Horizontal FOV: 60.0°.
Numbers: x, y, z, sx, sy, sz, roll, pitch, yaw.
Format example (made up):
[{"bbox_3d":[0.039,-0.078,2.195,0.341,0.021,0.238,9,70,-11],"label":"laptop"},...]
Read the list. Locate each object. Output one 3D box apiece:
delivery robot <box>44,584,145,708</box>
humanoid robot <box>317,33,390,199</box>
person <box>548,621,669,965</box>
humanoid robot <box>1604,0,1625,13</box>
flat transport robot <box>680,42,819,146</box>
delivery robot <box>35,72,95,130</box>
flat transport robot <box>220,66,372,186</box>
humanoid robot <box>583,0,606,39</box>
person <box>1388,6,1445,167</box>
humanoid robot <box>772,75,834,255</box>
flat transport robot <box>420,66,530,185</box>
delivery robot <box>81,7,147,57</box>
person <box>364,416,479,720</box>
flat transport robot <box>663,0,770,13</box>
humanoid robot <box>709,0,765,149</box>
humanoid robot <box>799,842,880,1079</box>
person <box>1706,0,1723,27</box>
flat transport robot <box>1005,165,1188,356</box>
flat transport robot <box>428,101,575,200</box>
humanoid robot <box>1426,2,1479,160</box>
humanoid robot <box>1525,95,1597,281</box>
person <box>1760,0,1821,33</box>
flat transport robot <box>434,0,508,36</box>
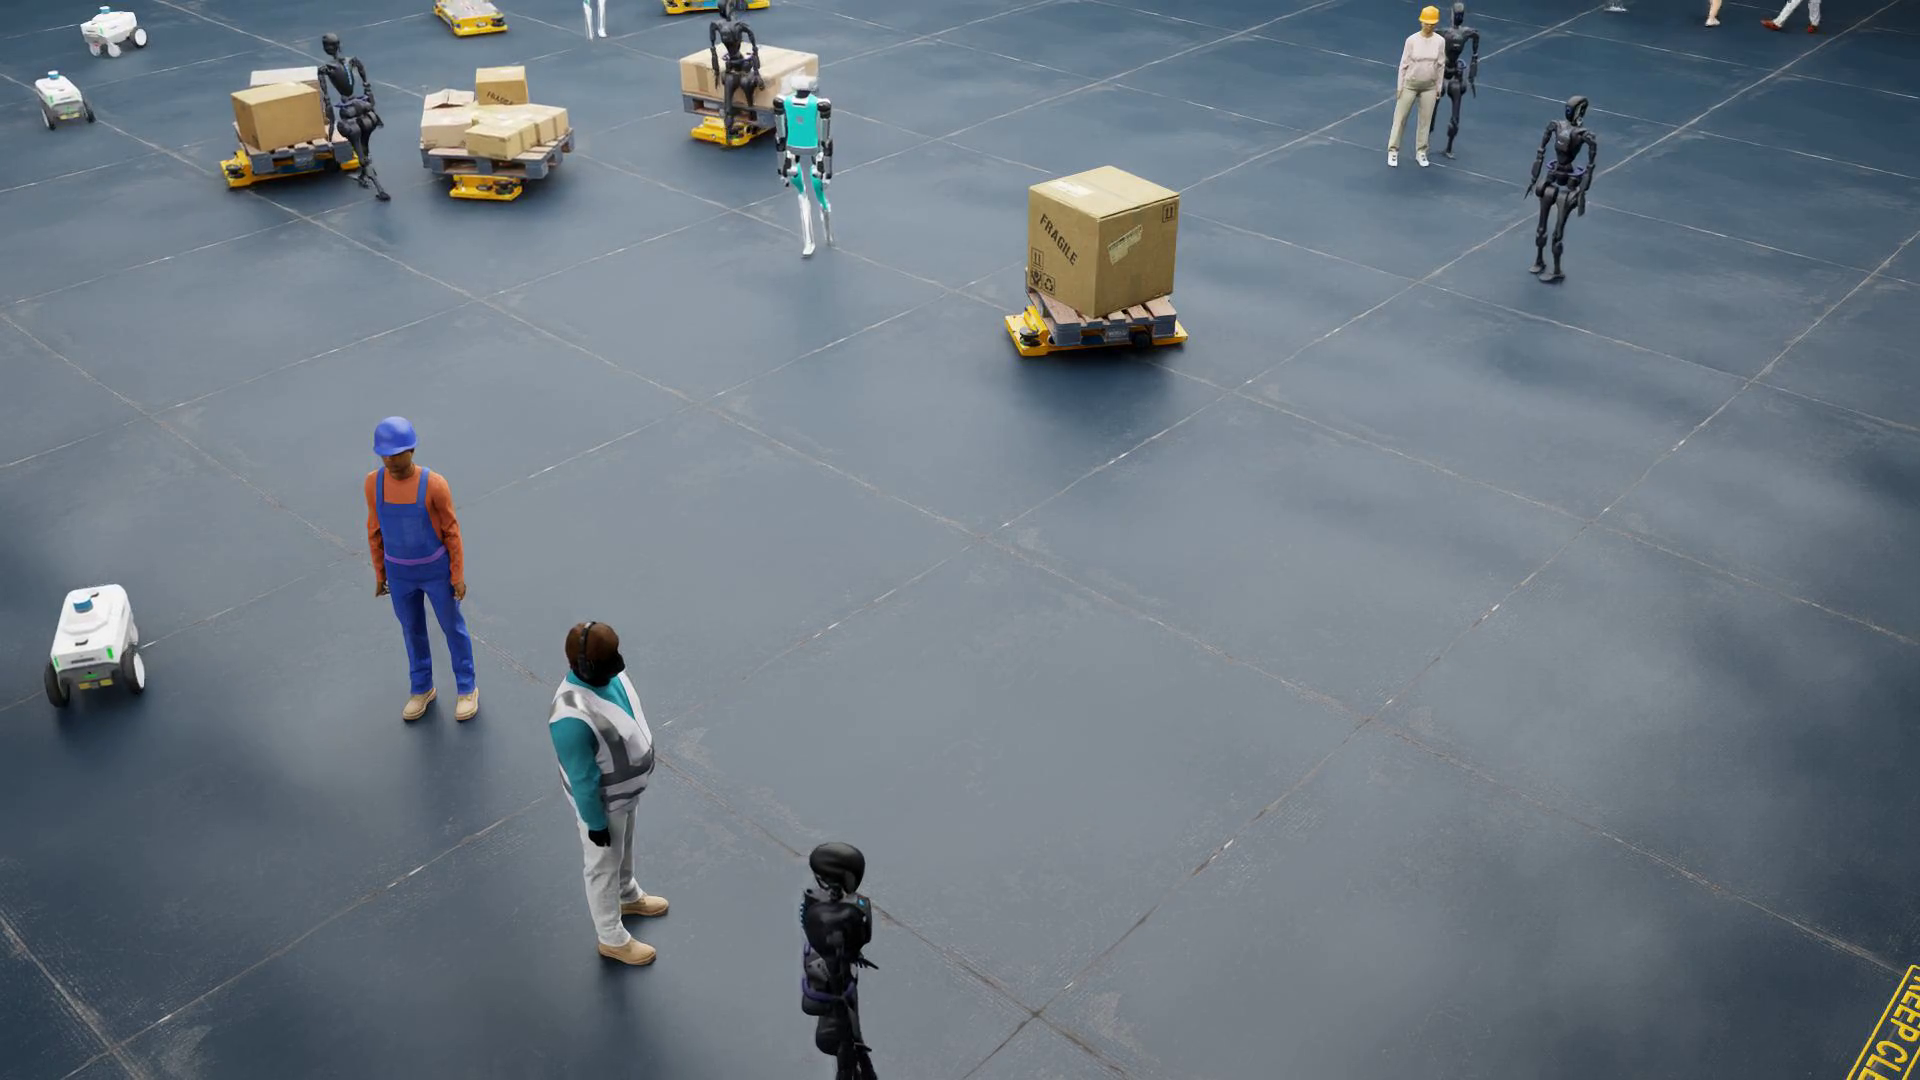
[{"bbox_3d":[-5.165,0.590,9.921,0.499,0.583,0.774,-9,33,-15],"label":"delivery robot"},{"bbox_3d":[-6.118,-4.275,16.751,0.752,1.618,0.611,21,37,30],"label":"humanoid robot"},{"bbox_3d":[-1.629,1.161,7.795,0.431,1.845,0.618,3,32,5],"label":"person"},{"bbox_3d":[9.059,-8.124,22.852,0.666,1.805,0.541,10,33,16],"label":"humanoid robot"},{"bbox_3d":[-2.368,-4.805,18.891,0.659,0.231,1.431,17,36,26],"label":"flat transport robot"},{"bbox_3d":[-10.269,-5.032,18.994,0.499,0.602,0.801,-22,38,-31],"label":"delivery robot"},{"bbox_3d":[-7.064,-4.047,17.671,1.431,0.231,0.659,-16,35,-24],"label":"flat transport robot"},{"bbox_3d":[-4.768,-7.393,21.746,0.546,1.854,0.783,-9,33,-14],"label":"humanoid robot"},{"bbox_3d":[4.824,-4.755,17.467,0.462,1.689,0.339,1,32,2],"label":"person"},{"bbox_3d":[-1.379,-3.403,15.351,0.543,1.902,0.723,5,32,8],"label":"humanoid robot"},{"bbox_3d":[-5.056,-4.085,17.732,0.659,0.231,1.431,-6,32,-10],"label":"flat transport robot"},{"bbox_3d":[-10.940,-6.577,21.488,0.524,0.610,0.781,8,33,12],"label":"delivery robot"},{"bbox_3d":[-3.031,0.168,9.329,0.515,1.912,0.363,1,32,2],"label":"person"},{"bbox_3d":[-3.443,-7.632,23.444,1.431,0.231,0.659,-8,33,-12],"label":"flat transport robot"},{"bbox_3d":[-2.400,-5.035,17.943,0.612,1.633,0.647,10,33,16],"label":"humanoid robot"},{"bbox_3d":[-0.498,1.856,6.831,0.353,1.651,0.609,-1,32,-2],"label":"humanoid robot"},{"bbox_3d":[10.379,-7.888,22.362,0.561,1.842,0.769,28,41,37],"label":"person"},{"bbox_3d":[1.146,-1.836,14.111,1.431,0.231,0.659,-6,32,-9],"label":"flat transport robot"},{"bbox_3d":[-4.748,-3.889,17.416,0.659,0.231,1.431,5,32,7],"label":"flat transport robot"},{"bbox_3d":[5.211,-4.892,17.705,0.608,1.648,0.407,0,32,-1],"label":"humanoid robot"},{"bbox_3d":[5.346,-3.165,14.910,0.406,1.646,0.616,-23,39,-32],"label":"humanoid robot"},{"bbox_3d":[11.219,-7.625,22.006,0.811,1.774,0.553,0,32,0],"label":"person"},{"bbox_3d":[-6.682,-7.150,22.667,0.659,0.231,1.431,-16,35,-23],"label":"flat transport robot"}]
